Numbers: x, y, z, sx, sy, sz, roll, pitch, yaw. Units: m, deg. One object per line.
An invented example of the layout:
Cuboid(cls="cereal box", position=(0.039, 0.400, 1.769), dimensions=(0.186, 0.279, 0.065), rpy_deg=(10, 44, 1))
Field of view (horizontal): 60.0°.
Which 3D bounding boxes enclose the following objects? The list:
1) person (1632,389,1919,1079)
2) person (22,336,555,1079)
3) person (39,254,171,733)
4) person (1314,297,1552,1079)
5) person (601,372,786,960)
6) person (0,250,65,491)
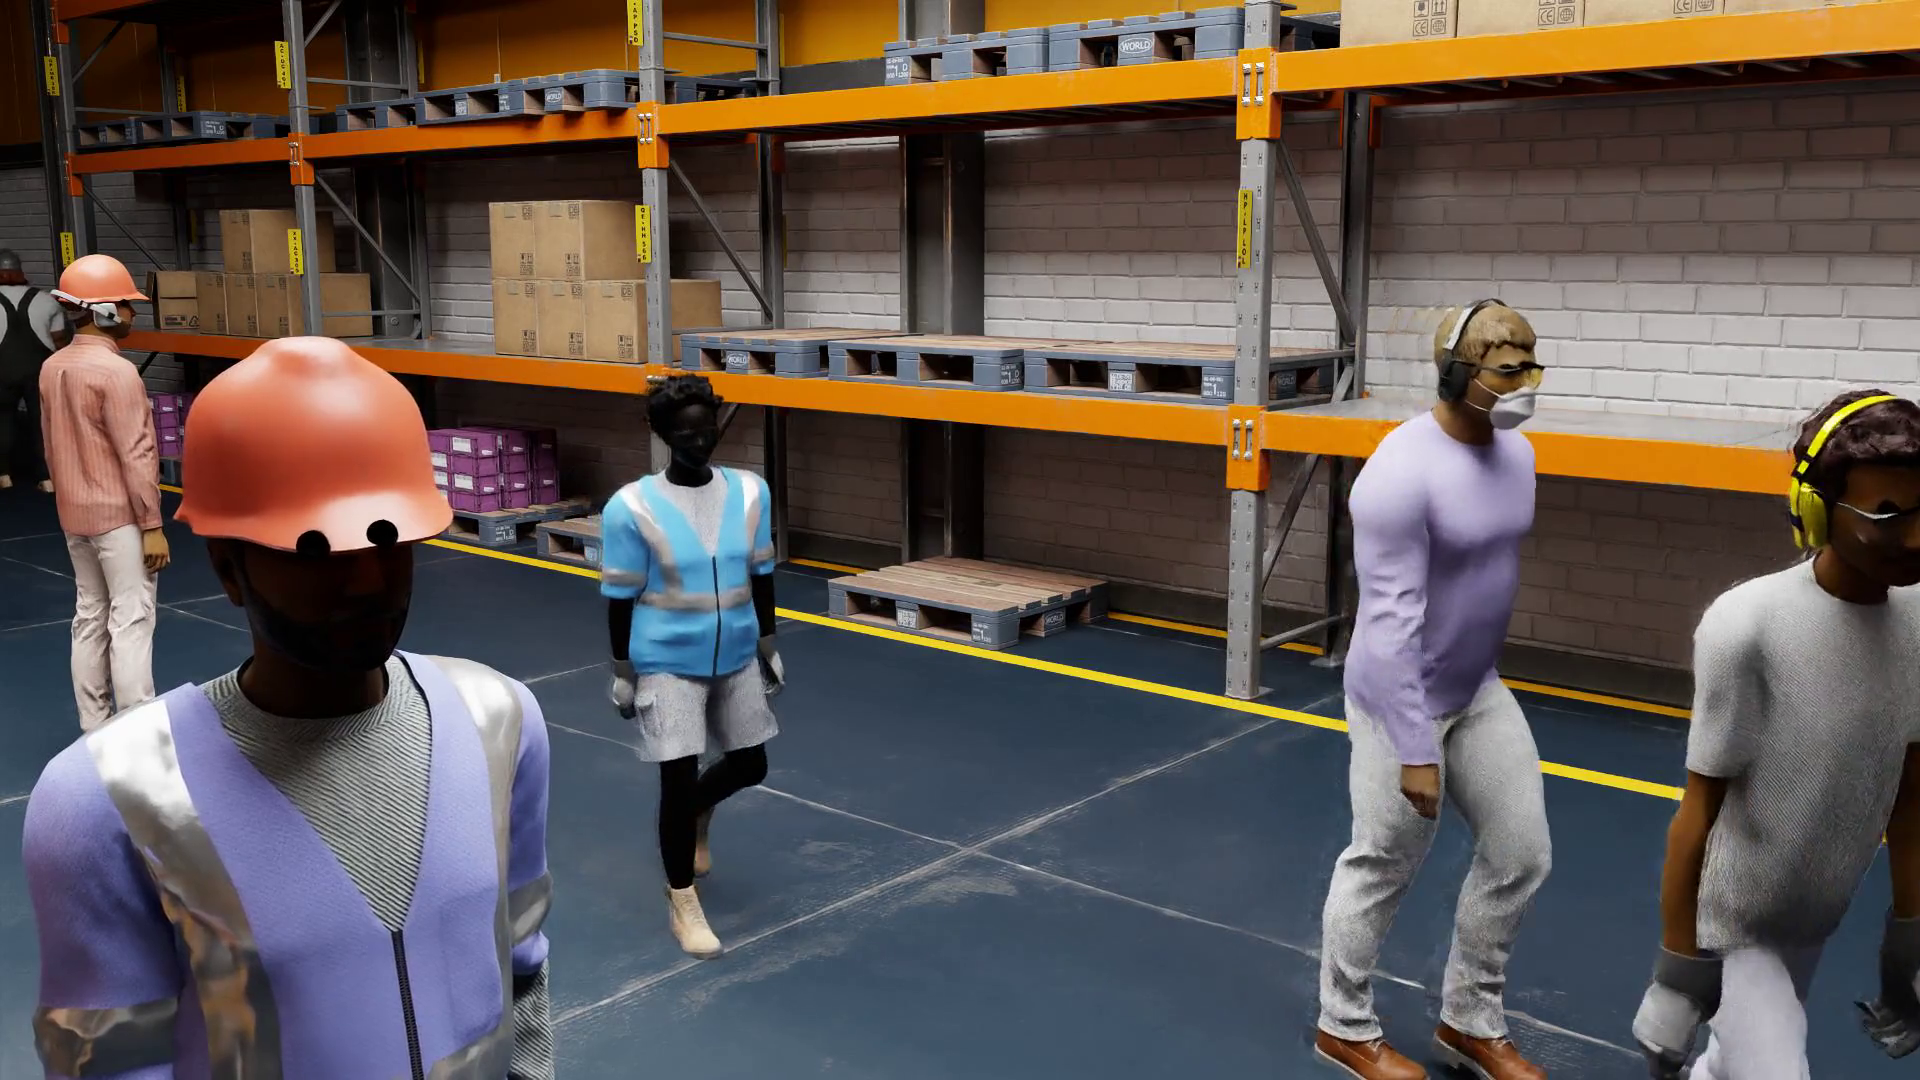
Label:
Cuboid(cls="person", position=(1.335, 0.667, 2.659), dimensions=(0.538, 1.809, 0.808), rpy_deg=(-6, 11, -29))
Cuboid(cls="person", position=(-0.624, 0.761, 1.740), dimensions=(0.357, 1.938, 0.545), rpy_deg=(8, 13, 39))
Cuboid(cls="person", position=(-3.238, -0.082, 6.374), dimensions=(0.611, 1.996, 0.378), rpy_deg=(7, 12, 34))
Cuboid(cls="person", position=(1.157, 0.404, 3.851), dimensions=(0.676, 1.910, 0.686), rpy_deg=(-9, 13, -41))
Cuboid(cls="person", position=(-0.812, 0.338, 4.870), dimensions=(0.540, 1.679, 0.527), rpy_deg=(-7, 12, -35))
Cuboid(cls="person", position=(-7.905, -1.440, 13.979), dimensions=(0.704, 2.000, 0.913), rpy_deg=(-7, 12, -35))
